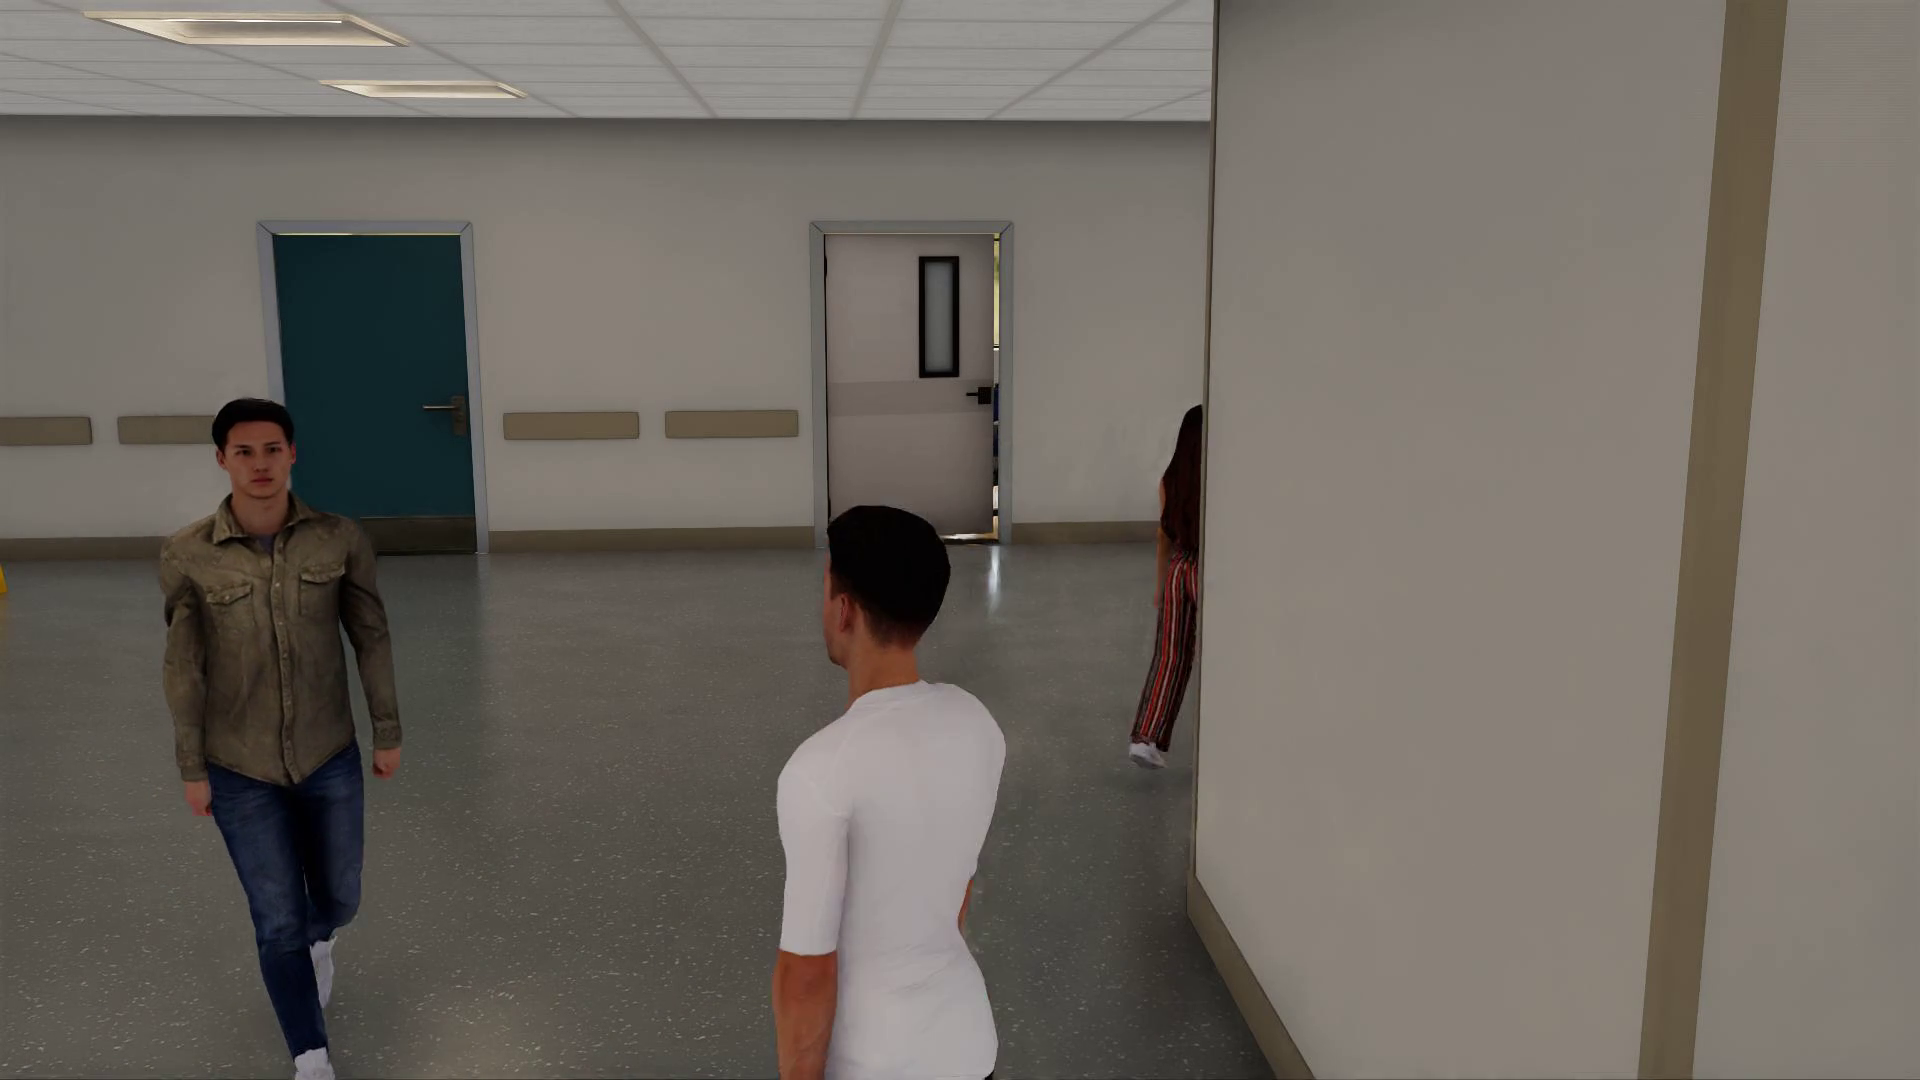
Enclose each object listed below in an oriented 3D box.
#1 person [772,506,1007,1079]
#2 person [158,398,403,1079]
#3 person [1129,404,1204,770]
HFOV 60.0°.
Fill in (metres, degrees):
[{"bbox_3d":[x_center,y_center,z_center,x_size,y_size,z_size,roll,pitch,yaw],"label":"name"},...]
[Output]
[{"bbox_3d":[-0.055,0.876,2.687,0.873,1.837,0.811,8,13,36],"label":"person"},{"bbox_3d":[-1.778,0.549,4.378,1.129,1.848,1.056,-7,13,-32],"label":"person"},{"bbox_3d":[0.940,0.228,6.938,1.066,1.525,1.066,7,13,34],"label":"person"}]
